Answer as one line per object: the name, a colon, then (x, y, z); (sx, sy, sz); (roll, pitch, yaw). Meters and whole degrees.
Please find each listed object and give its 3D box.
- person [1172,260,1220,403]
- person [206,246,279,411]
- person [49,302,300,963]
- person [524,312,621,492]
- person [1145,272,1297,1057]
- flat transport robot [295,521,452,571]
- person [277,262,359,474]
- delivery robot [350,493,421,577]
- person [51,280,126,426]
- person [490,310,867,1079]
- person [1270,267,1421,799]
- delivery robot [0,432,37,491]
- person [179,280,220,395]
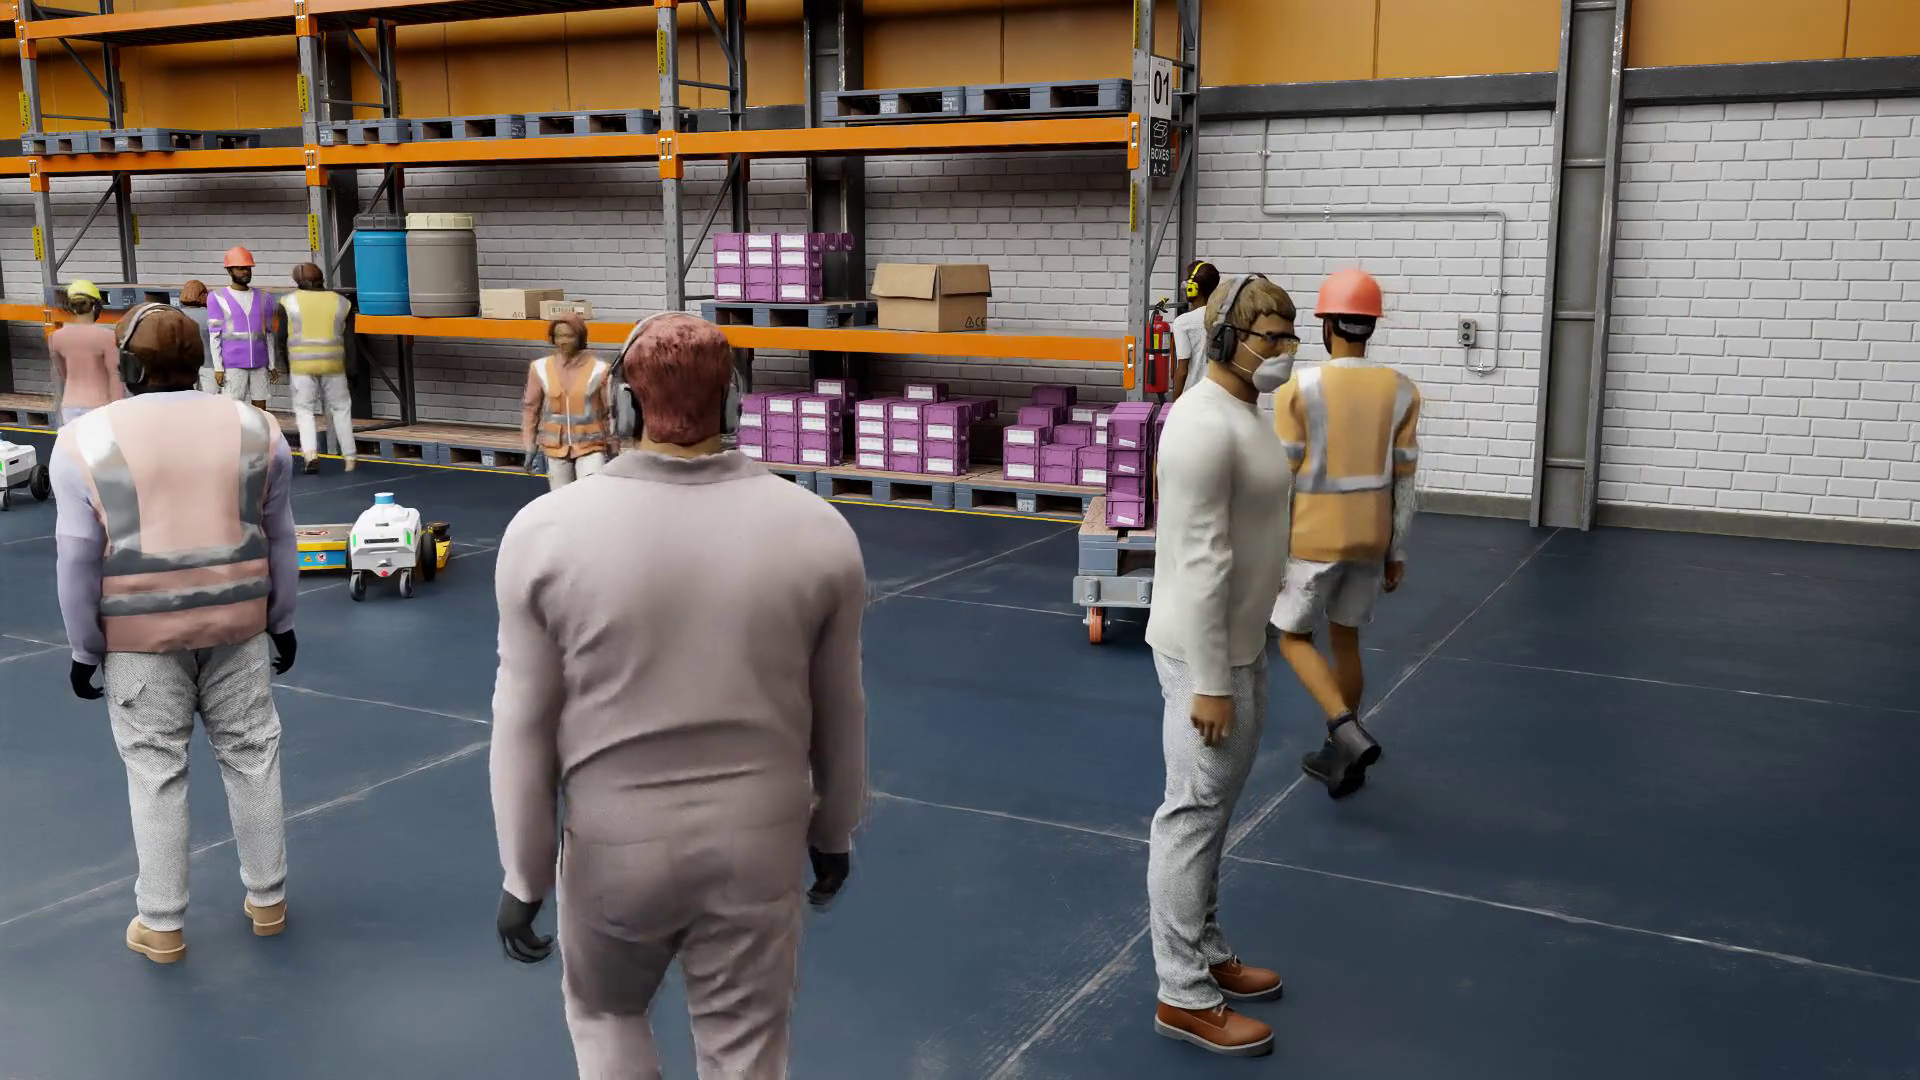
person: (1.522, -0.841, 10.649); (0.513, 1.873, 0.328); (-8, 13, -37)
person: (-6.048, -1.503, 14.082); (0.351, 1.942, 0.545); (10, 14, 44)
person: (-2.185, 0.259, 4.691); (0.632, 1.846, 0.429); (-8, 13, -38)
person: (-2.230, -0.512, 9.615); (0.549, 1.611, 0.783); (0, 10, 2)
person: (0.665, 0.301, 4.215); (0.373, 1.936, 0.627); (3, 11, 18)
flat transport robot: (-3.876, 0.049, 10.156); (1.431, 0.197, 0.652); (-2, 11, -12)
person: (-5.458, -1.457, 14.193); (0.633, 1.815, 0.554); (-5, 12, -27)
delivery robot: (-3.287, -0.026, 9.535); (0.477, 0.478, 0.707); (-3, 11, -14)
person: (-5.846, -0.892, 11.321); (0.528, 1.728, 0.802); (1, 10, 4)
person: (-0.504, 0.534, 3.042); (0.678, 1.890, 0.461); (-3, 11, -17)
person: (1.369, 0.001, 5.902); (0.554, 1.916, 0.602); (-2, 11, -13)
delivery robot: (-7.247, -0.570, 12.514); (0.477, 0.478, 0.707); (-2, 11, -9)
person: (-6.957, -1.558, 15.228); (0.500, 1.634, 0.286); (1, 10, 3)
